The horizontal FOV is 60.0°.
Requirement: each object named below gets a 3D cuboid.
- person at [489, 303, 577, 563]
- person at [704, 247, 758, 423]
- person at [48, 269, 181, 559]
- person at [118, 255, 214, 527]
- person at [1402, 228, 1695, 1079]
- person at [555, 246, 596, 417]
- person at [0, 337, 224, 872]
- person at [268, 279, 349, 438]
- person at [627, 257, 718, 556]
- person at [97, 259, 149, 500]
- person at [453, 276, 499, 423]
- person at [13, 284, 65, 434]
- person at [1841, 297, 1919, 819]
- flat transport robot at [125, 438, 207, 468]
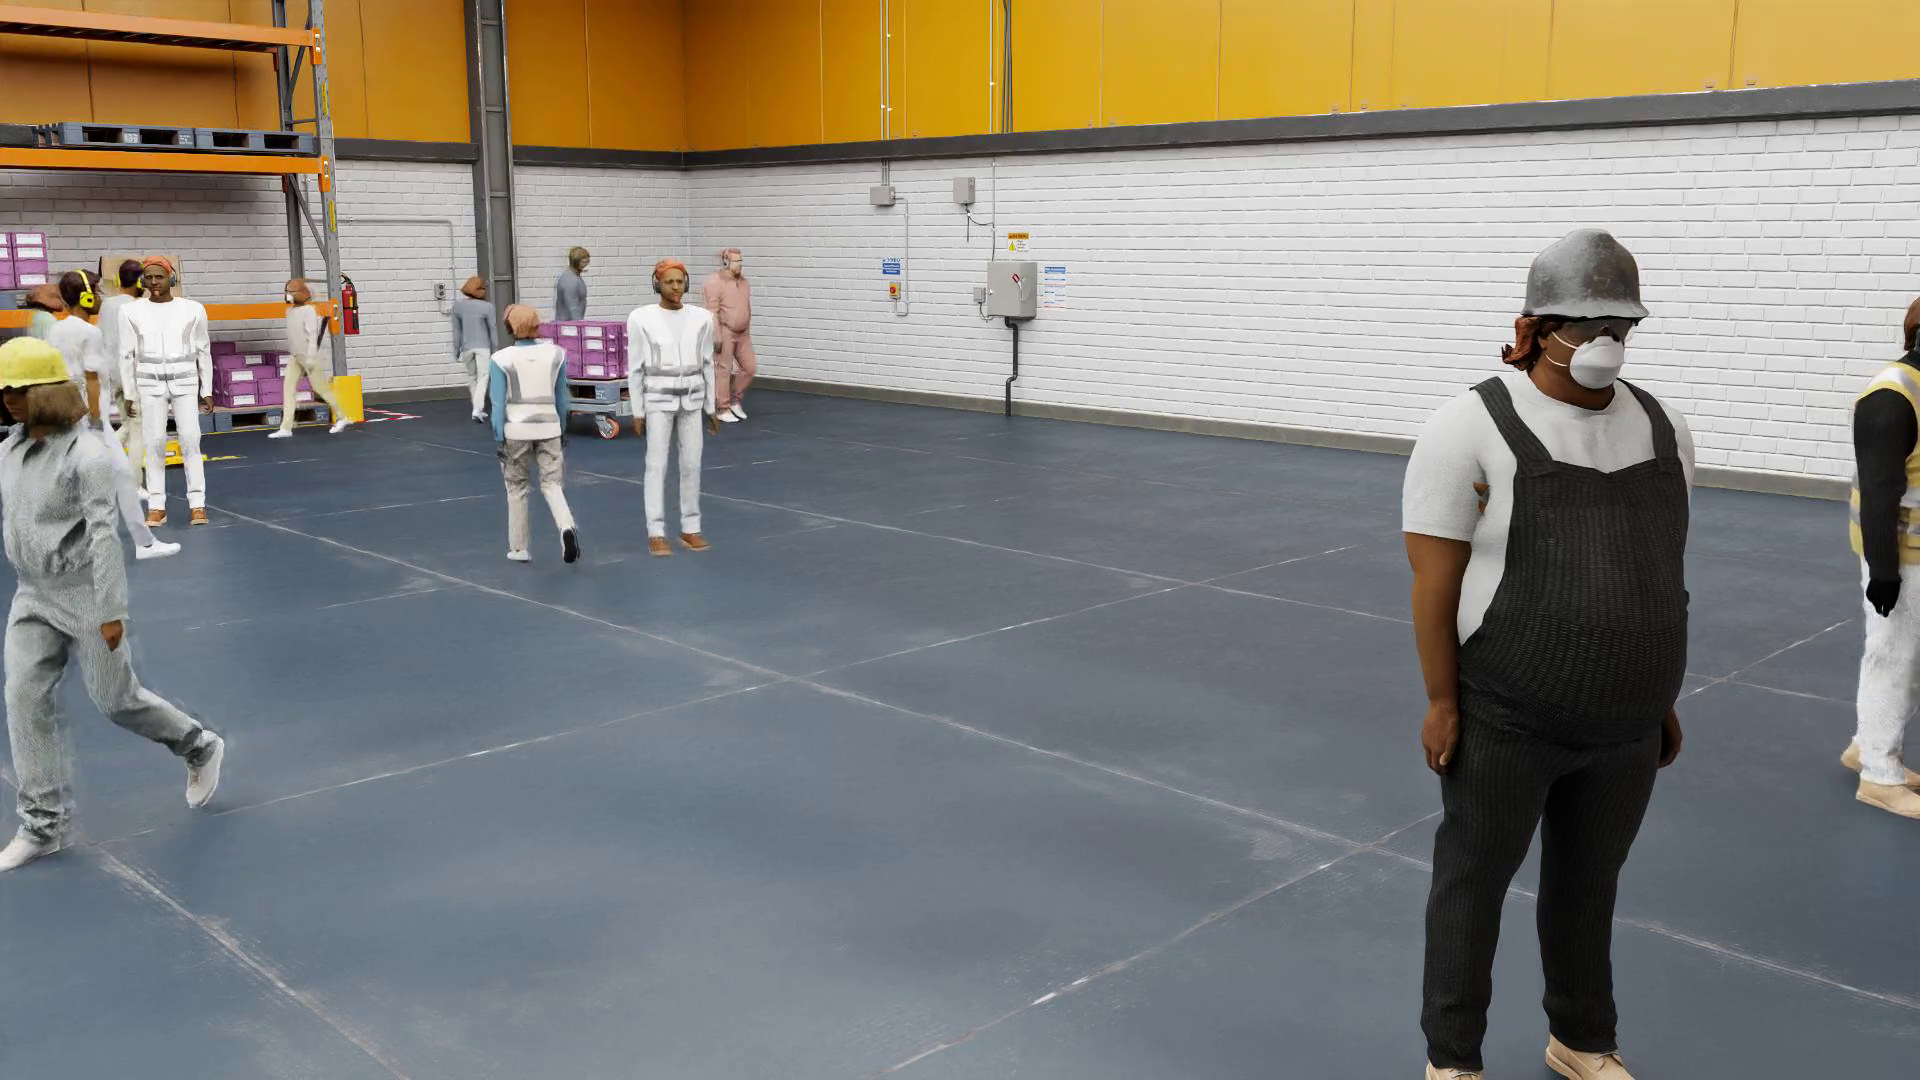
[{"bbox_3d":[-2.595,-0.634,10.144,0.513,1.614,0.629,-7,12,-32],"label":"person"},{"bbox_3d":[-2.464,-2.208,18.003,0.439,1.888,0.678,8,13,36],"label":"person"},{"bbox_3d":[-5.329,-0.726,10.113,0.538,1.827,0.967,6,12,30],"label":"person"},{"bbox_3d":[-5.520,-1.031,11.595,0.585,1.882,0.343,-4,11,-20],"label":"person"},{"bbox_3d":[1.364,0.331,3.740,0.684,2.000,0.538,-2,11,-13],"label":"person"},{"bbox_3d":[-4.220,-2.295,18.463,0.698,1.902,0.660,0,10,0],"label":"person"},{"bbox_3d":[-2.885,0.175,5.509,0.492,1.714,0.793,4,11,21],"label":"person"},{"bbox_3d":[-6.613,-1.850,16.856,0.515,1.593,0.847,7,13,35],"label":"person"},{"bbox_3d":[-1.824,-0.846,10.584,0.580,1.882,0.342,-6,12,-30],"label":"person"},{"bbox_3d":[-6.304,-1.194,12.588,0.564,1.842,0.481,3,11,14],"label":"person"},{"bbox_3d":[-5.277,-2.071,18.097,0.528,1.590,0.773,2,11,10],"label":"person"},{"bbox_3d":[-8.334,-1.555,15.254,0.524,1.576,0.889,9,14,41],"label":"person"},{"bbox_3d":[3.389,0.041,5.885,0.643,1.843,0.429,-8,13,-36],"label":"person"},{"bbox_3d":[-7.422,-0.805,14.765,1.431,0.197,0.652,6,12,31],"label":"flat transport robot"}]
